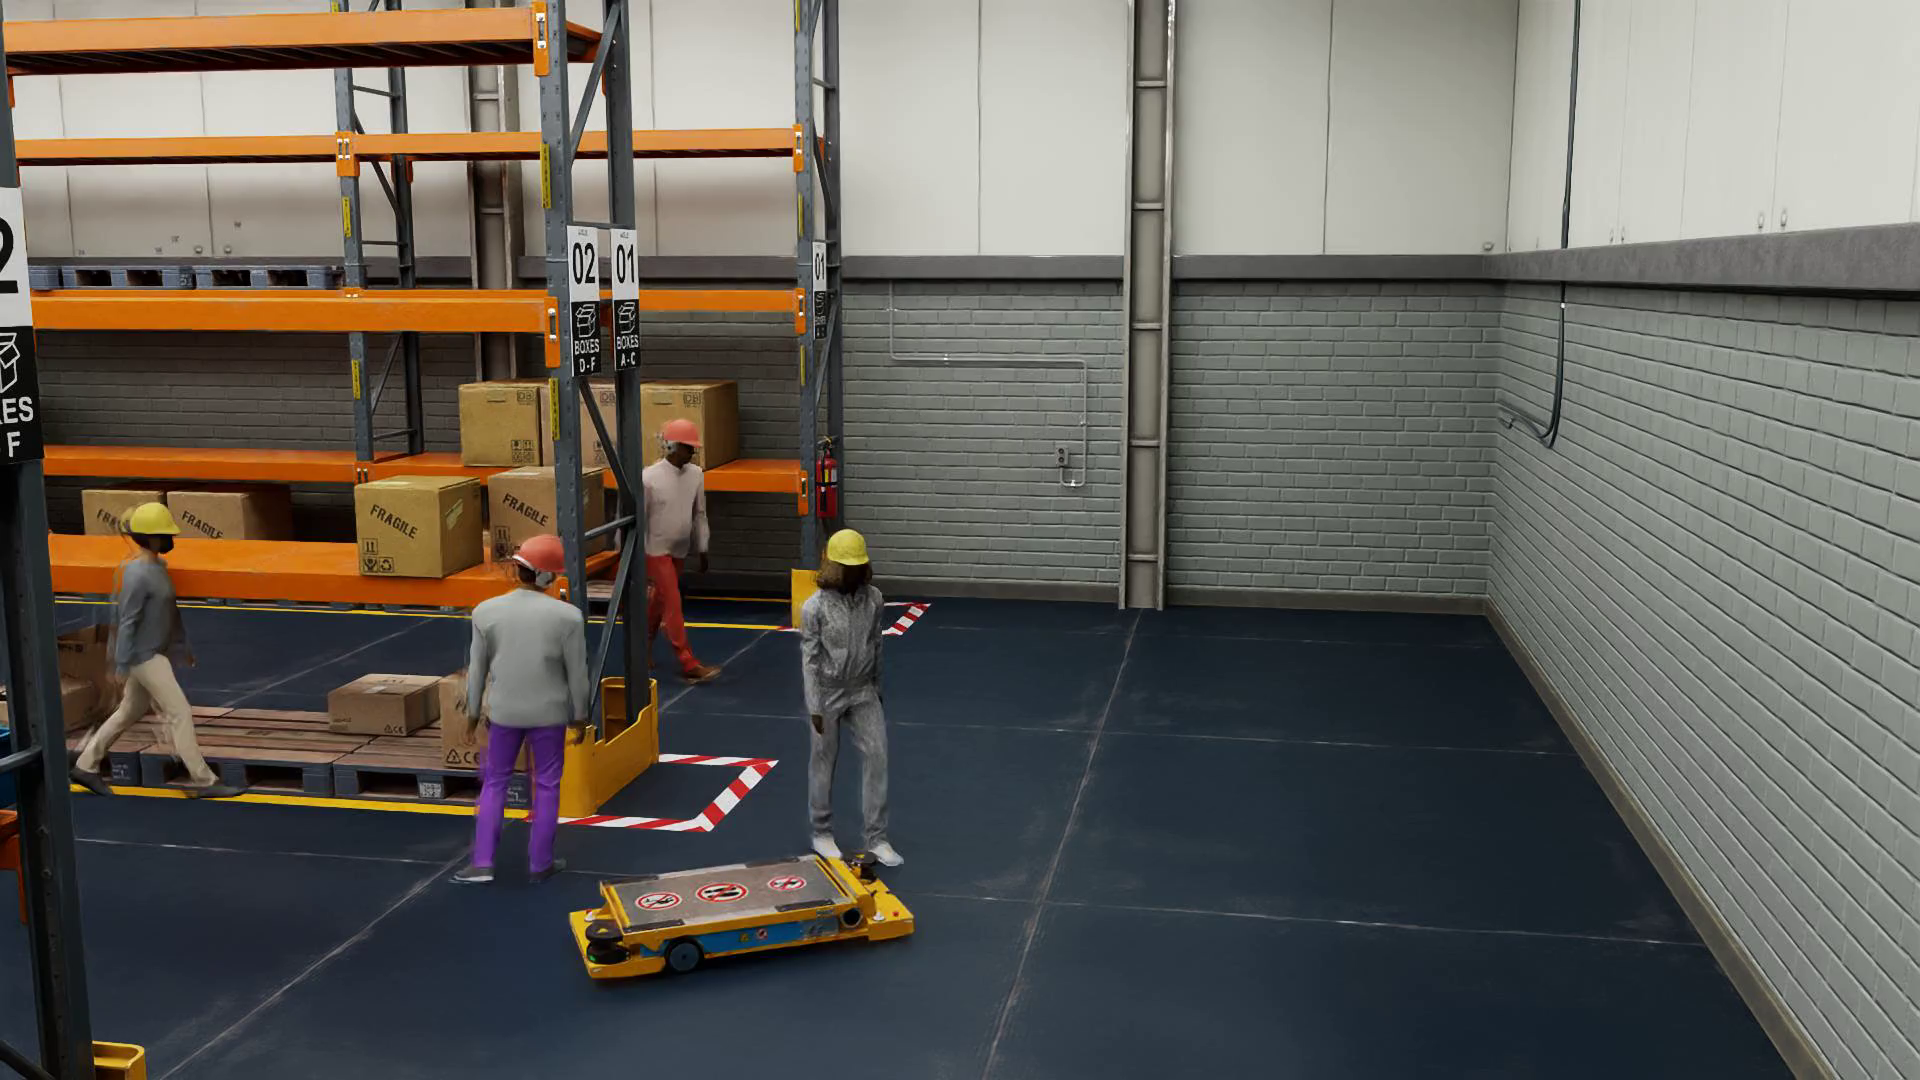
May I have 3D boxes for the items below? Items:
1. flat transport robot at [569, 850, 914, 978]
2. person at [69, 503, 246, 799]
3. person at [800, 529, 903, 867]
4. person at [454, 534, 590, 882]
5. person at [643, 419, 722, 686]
[{"bbox_3d":[-0.985,1.659,7.465,1.431,0.197,0.652,-3,10,-20],"label":"flat transport robot"},{"bbox_3d":[-4.612,0.638,9.360,0.955,1.716,0.530,-2,9,-12],"label":"person"},{"bbox_3d":[-0.532,0.800,8.306,0.511,1.717,0.708,-6,11,-34],"label":"person"},{"bbox_3d":[-2.156,0.837,8.116,0.697,1.721,0.430,0,9,1],"label":"person"},{"bbox_3d":[-2.159,0.072,12.188,1.054,1.933,0.660,7,11,36],"label":"person"}]
